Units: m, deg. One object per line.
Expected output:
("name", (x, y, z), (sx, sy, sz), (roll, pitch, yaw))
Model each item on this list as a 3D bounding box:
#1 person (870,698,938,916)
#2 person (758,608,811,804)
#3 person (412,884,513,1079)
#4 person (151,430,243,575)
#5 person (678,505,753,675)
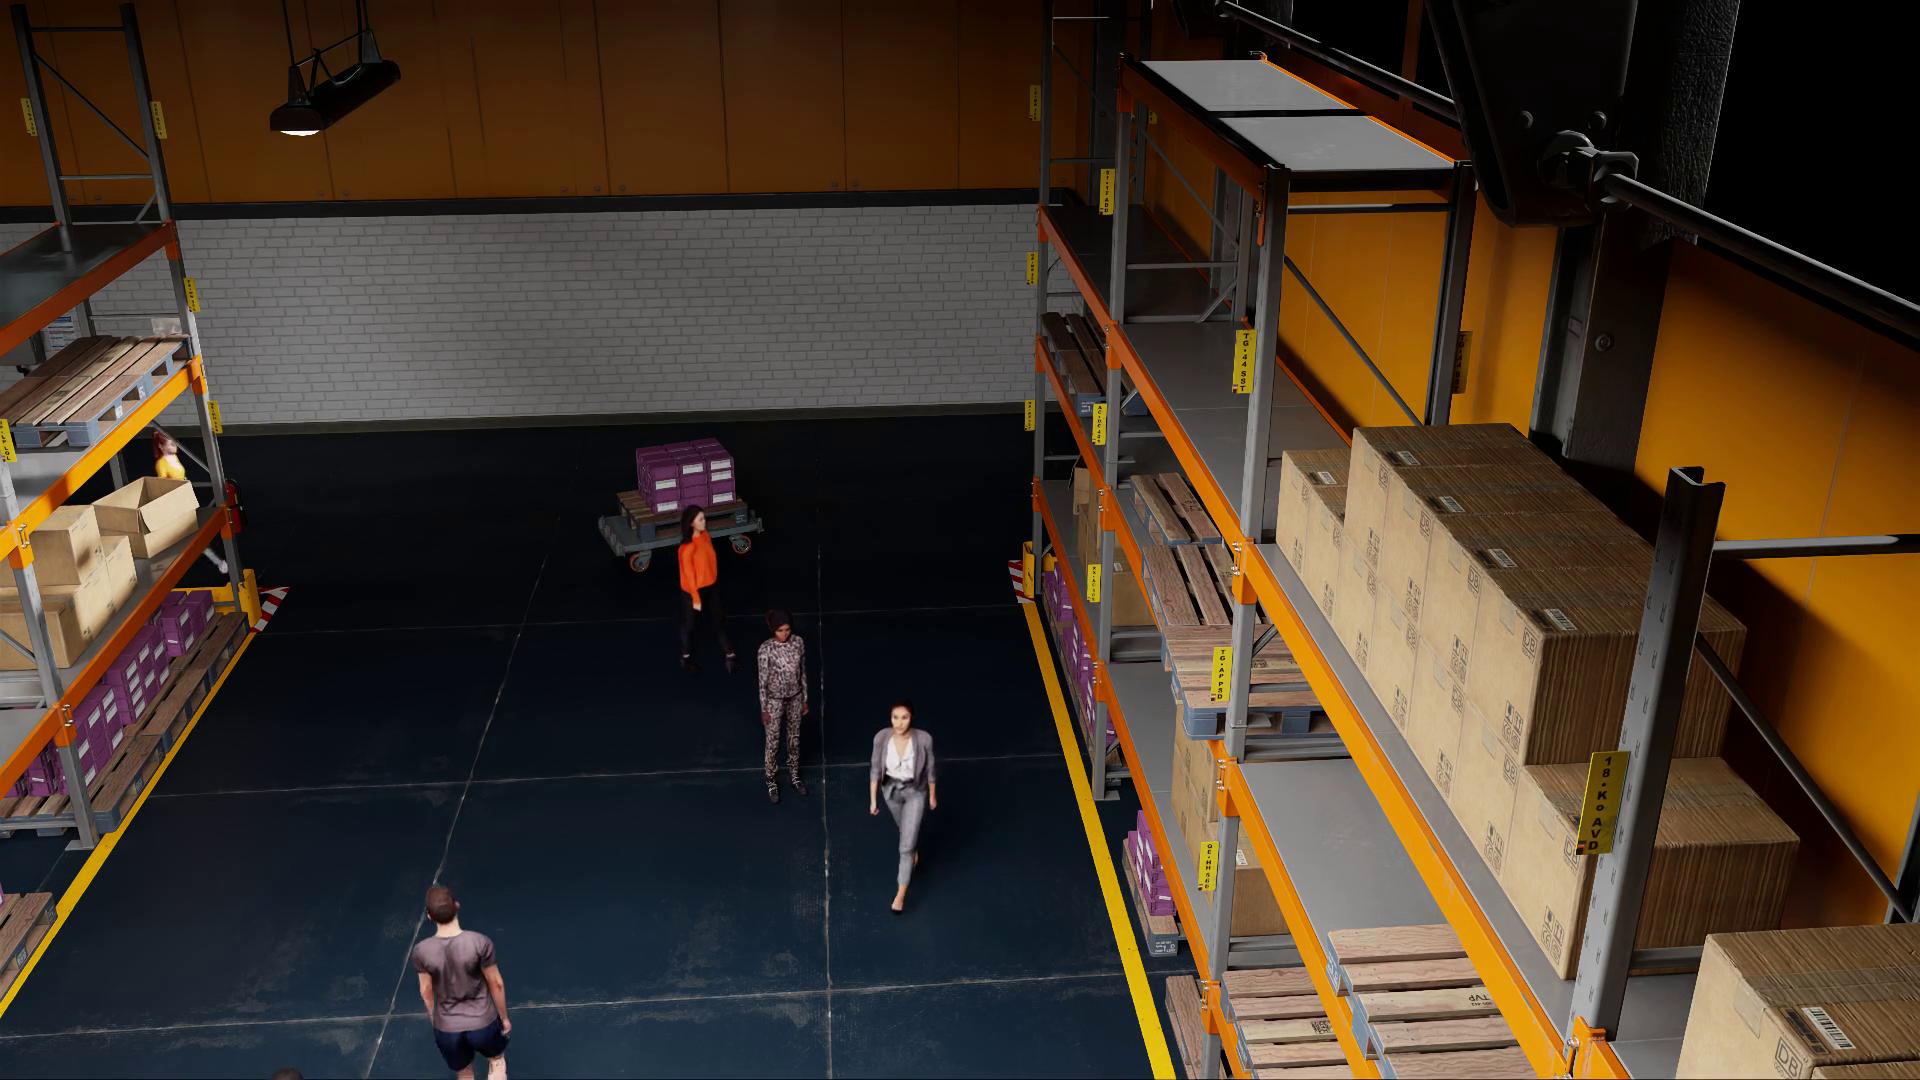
("person", (-0.394, 1.896, 12.399), (0.876, 1.622, 1.189), (6, 24, 13))
("person", (-1.438, 1.327, 13.583), (0.647, 1.716, 0.646), (-12, 26, -25))
("person", (-2.929, 2.907, 9.812), (0.696, 1.841, 0.719), (-4, 24, -9))
("person", (-8.281, -0.303, 17.349), (0.874, 1.686, 1.152), (-6, 24, -13))
("person", (-2.515, 0.478, 15.515), (0.967, 1.723, 1.001), (10, 26, 22))
